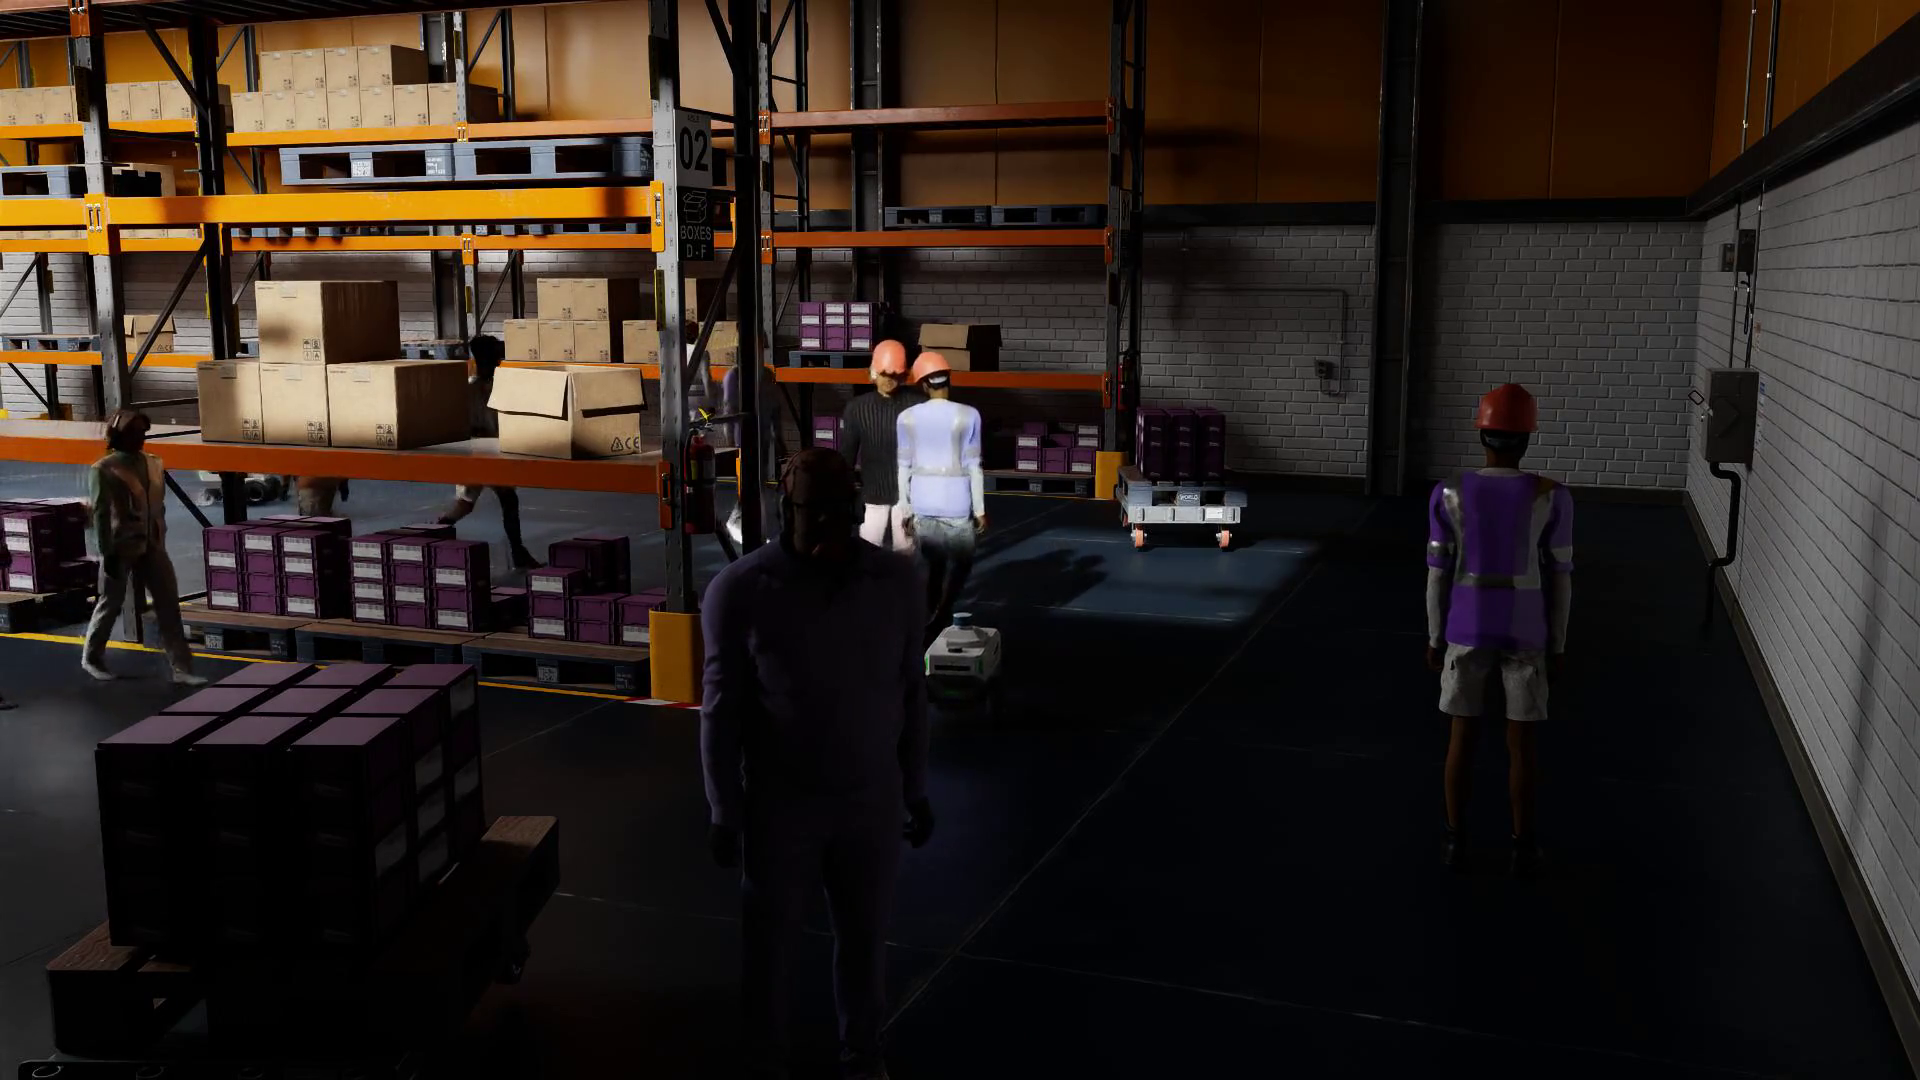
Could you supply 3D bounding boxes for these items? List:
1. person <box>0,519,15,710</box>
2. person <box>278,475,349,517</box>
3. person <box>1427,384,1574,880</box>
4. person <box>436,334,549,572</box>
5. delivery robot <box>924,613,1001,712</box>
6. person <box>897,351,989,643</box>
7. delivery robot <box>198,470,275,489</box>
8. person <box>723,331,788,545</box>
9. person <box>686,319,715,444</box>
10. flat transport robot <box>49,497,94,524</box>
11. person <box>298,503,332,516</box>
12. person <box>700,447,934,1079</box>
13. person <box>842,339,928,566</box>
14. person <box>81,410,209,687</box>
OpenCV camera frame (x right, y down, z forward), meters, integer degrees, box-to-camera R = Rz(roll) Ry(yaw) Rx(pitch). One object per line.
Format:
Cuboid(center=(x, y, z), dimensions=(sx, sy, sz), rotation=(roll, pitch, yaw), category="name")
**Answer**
Cuboid(center=(-5.562, 0.055, 9.086), dimensions=(0.800, 1.734, 0.557), rotation=(2, 9, 14), category="person")
Cuboid(center=(-4.763, -0.413, 12.409), dimensions=(0.787, 1.608, 0.514), rotation=(4, 10, 24), category="person")
Cuboid(center=(2.100, 0.361, 6.515), dimensions=(0.542, 1.939, 0.359), rotation=(4, 10, 22), category="person")
Cuboid(center=(-3.825, -0.667, 13.087), dimensions=(1.017, 1.915, 0.591), rotation=(1, 9, 4), category="person")
Cuboid(center=(0.014, 0.631, 8.853), dimensions=(0.477, 0.478, 0.707), rotation=(1, 9, 8), category="delivery robot")
Cuboid(center=(-0.124, -0.202, 10.194), dimensions=(0.584, 1.892, 0.523), rotation=(3, 10, 19), category="person")
Cuboid(center=(-7.431, -0.683, 17.104), dimensions=(0.707, 0.478, 0.477), rotation=(-1, 9, -6), category="delivery robot")
Cuboid(center=(-1.774, -0.887, 14.420), dimensions=(0.410, 1.912, 0.592), rotation=(5, 10, 30), category="person")
Cuboid(center=(-2.998, -1.481, 18.278), dimensions=(0.672, 1.872, 0.483), rotation=(4, 10, 23), category="person")
Cuboid(center=(-8.654, -0.245, 15.537), dimensions=(1.431, 0.197, 0.652), rotation=(-6, 11, -35), category="flat transport robot")
Cuboid(center=(-6.361, -1.199, 16.309), dimensions=(0.376, 1.935, 0.550), rotation=(-3, 10, -20), category="person")
Cuboid(center=(-0.369, 0.696, 4.509), dimensions=(0.651, 1.906, 0.403), rotation=(-4, 10, -21), category="person")
Cuboid(center=(-0.444, -0.302, 10.599), dimensions=(0.642, 1.963, 0.755), rotation=(1, 9, 5), category="person")
Cuboid(center=(-4.765, 0.049, 9.535), dimensions=(0.844, 1.597, 0.529), rotation=(4, 10, 22), category="person")
